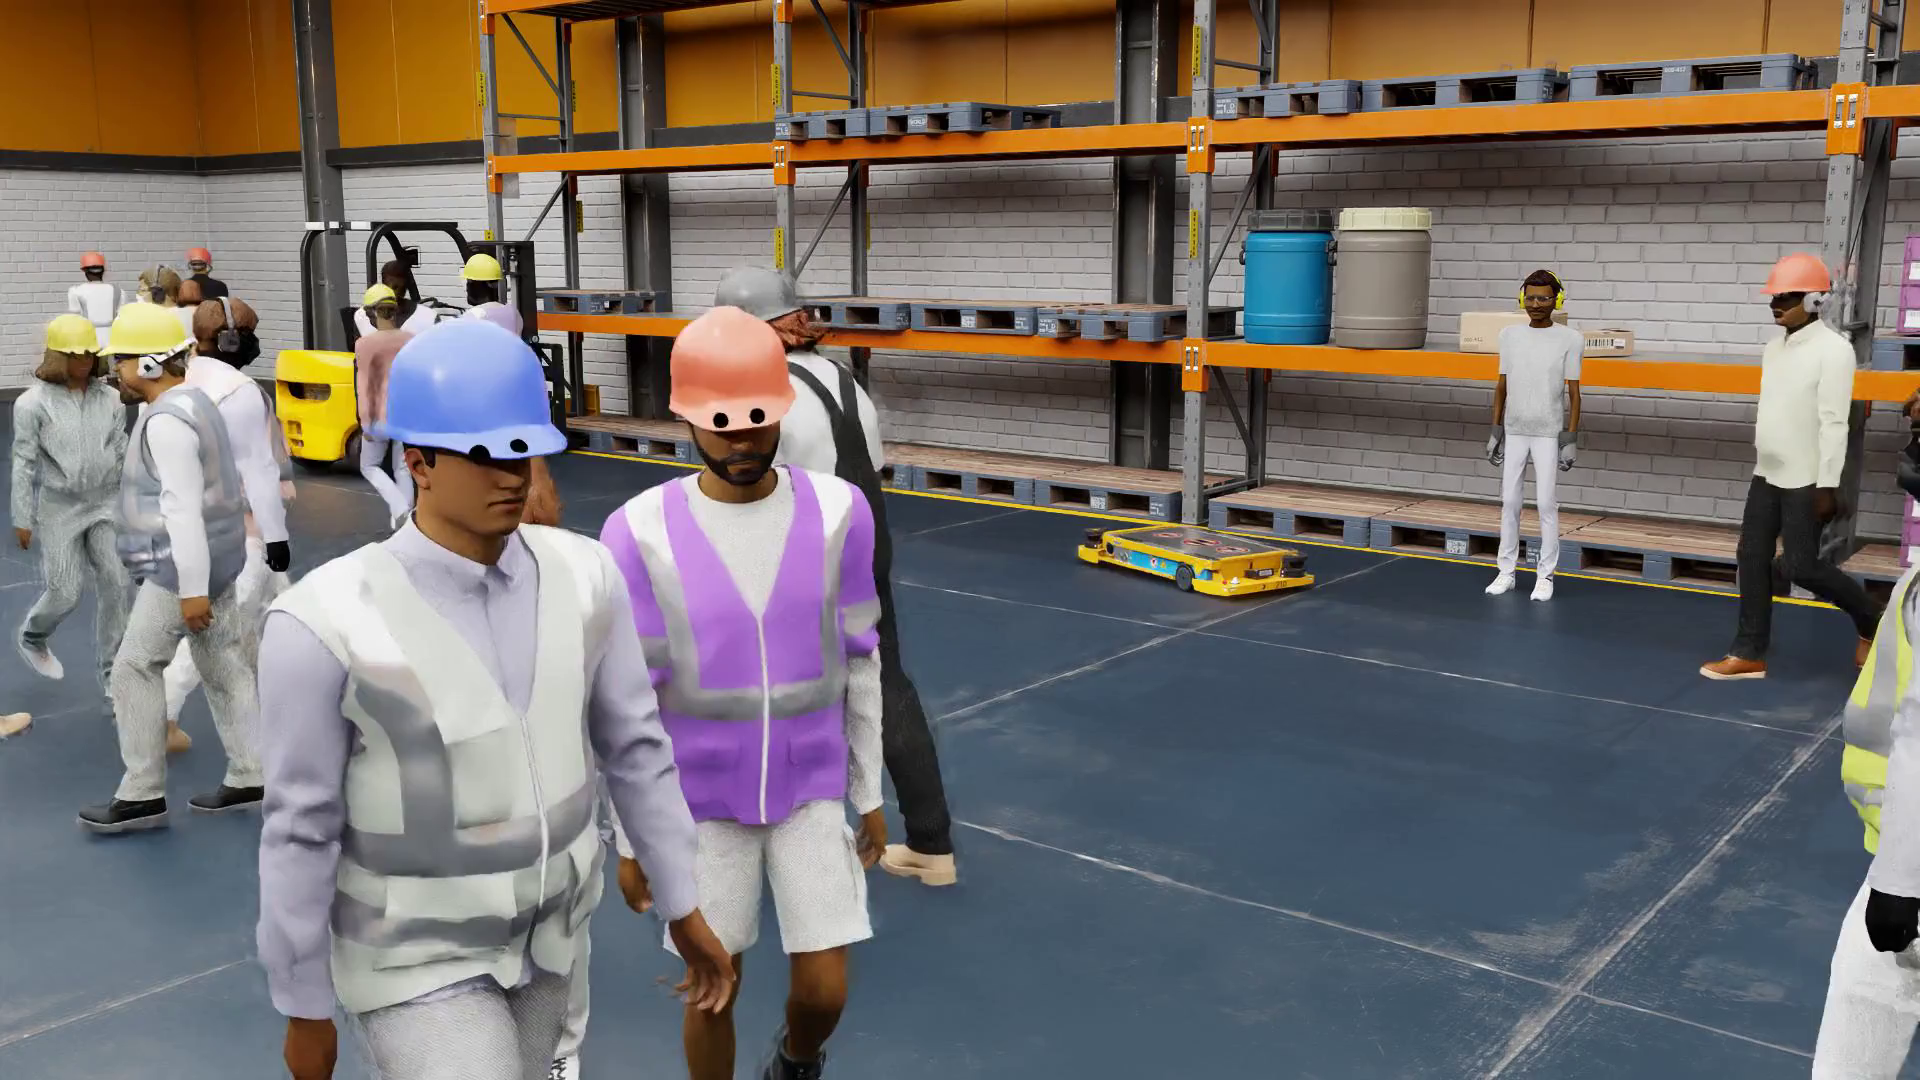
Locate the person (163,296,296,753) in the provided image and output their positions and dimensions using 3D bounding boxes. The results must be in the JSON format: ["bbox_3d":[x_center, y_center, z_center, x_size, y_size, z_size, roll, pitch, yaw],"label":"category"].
[{"bbox_3d":[-2.939,-0.066,6.647,0.906,1.809,0.635,-9,14,-41],"label":"person"}]

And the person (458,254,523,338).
[{"bbox_3d":[-3.154,-0.944,11.168,0.363,1.930,0.588,3,11,18],"label":"person"}]

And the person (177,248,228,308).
[{"bbox_3d":[-8.288,-2.226,18.268,0.623,1.930,1.047,-1,10,-3],"label":"person"}]

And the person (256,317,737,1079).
[{"bbox_3d":[-0.659,0.625,2.525,0.951,1.898,0.625,7,13,35],"label":"person"}]

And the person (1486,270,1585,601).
[{"bbox_3d":[3.234,-0.589,9.405,0.509,1.860,0.333,8,13,38],"label":"person"}]

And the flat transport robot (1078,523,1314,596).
[{"bbox_3d":[1.391,0.096,10.006,0.652,0.197,1.431,-6,12,-31],"label":"flat transport robot"}]

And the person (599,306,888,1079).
[{"bbox_3d":[-0.416,0.498,3.260,0.564,1.905,0.541,-3,11,-17],"label":"person"}]

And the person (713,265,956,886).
[{"bbox_3d":[-0.521,0.073,5.223,1.116,2.000,0.696,6,12,30],"label":"person"}]

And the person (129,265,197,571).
[{"bbox_3d":[-4.696,-0.728,10.123,1.055,1.888,0.627,-3,11,-15],"label":"person"}]

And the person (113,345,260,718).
[{"bbox_3d":[-3.222,-0.031,7.044,0.848,1.593,0.522,-7,13,-35],"label":"person"}]

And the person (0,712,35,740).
[{"bbox_3d":[-4.188,-0.075,6.273,0.674,1.976,1.096,5,11,25],"label":"person"}]

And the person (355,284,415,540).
[{"bbox_3d":[-3.757,-0.816,10.997,0.415,1.741,0.525,7,12,34],"label":"person"}]

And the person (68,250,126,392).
[{"bbox_3d":[-8.711,-1.972,16.895,0.562,1.917,0.542,-8,13,-39],"label":"person"}]

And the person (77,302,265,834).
[{"bbox_3d":[-2.778,0.100,5.712,0.737,1.804,0.627,-3,11,-14],"label":"person"}]

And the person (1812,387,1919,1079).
[{"bbox_3d":[1.992,0.571,3.157,0.923,1.806,0.629,9,14,41],"label":"person"}]

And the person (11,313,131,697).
[{"bbox_3d":[-3.892,-0.136,7.264,0.599,1.715,0.525,6,12,31],"label":"person"}]

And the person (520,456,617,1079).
[{"bbox_3d":[-0.990,0.548,3.756,0.514,1.614,0.444,-1,10,-5],"label":"person"}]

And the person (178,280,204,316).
[{"bbox_3d":[-7.499,-1.730,16.344,0.498,1.634,0.280,-7,12,-34],"label":"person"}]

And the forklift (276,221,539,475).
[{"bbox_3d":[-4.922,-1.741,14.854,1.214,2.155,2.313,8,13,38],"label":"forklift"}]

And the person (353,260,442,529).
[{"bbox_3d":[-3.823,-0.962,11.388,0.631,1.888,0.435,-1,10,-7],"label":"person"}]

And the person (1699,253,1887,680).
[{"bbox_3d":[3.867,-0.310,7.551,0.773,1.967,0.623,-1,10,-6],"label":"person"}]
